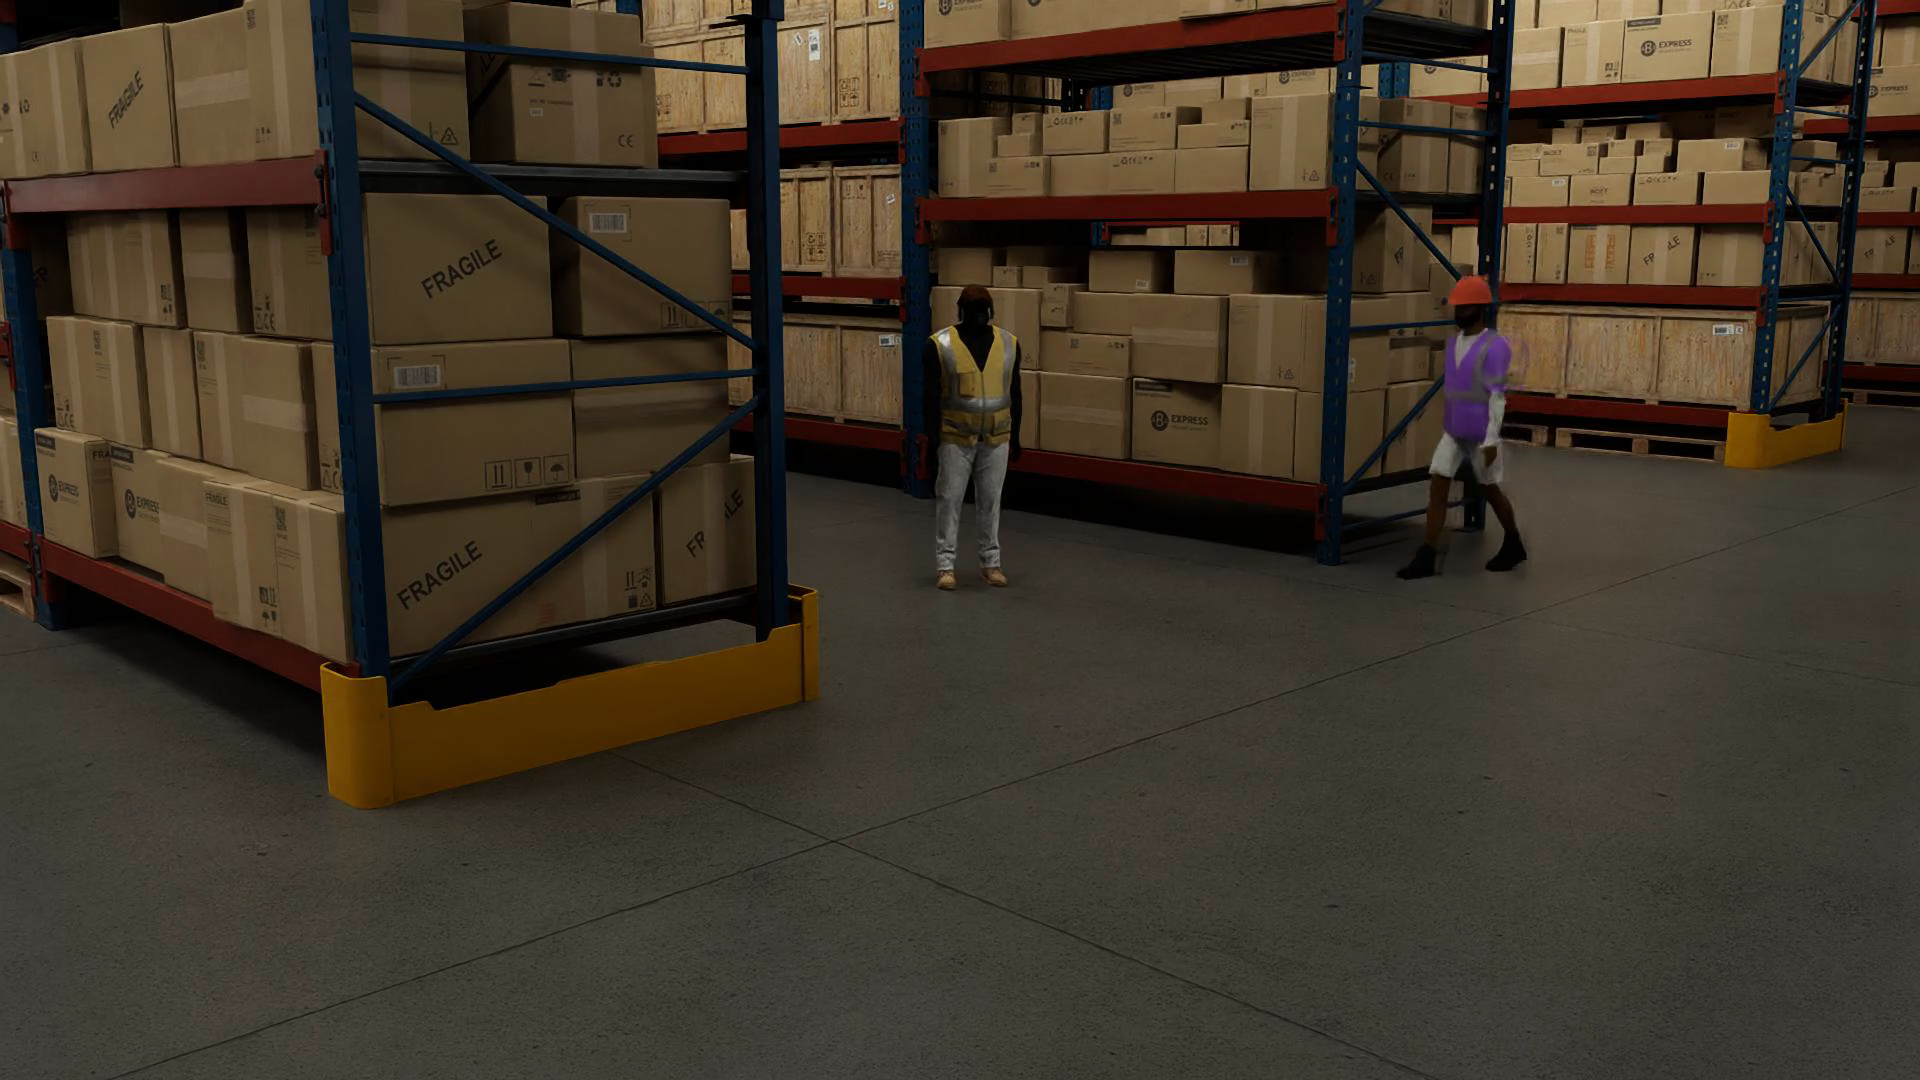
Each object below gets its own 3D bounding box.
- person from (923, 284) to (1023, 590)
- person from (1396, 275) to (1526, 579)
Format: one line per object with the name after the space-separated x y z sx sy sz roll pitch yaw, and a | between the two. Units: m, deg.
0.089 -0.619 10.063 0.624 1.844 0.430 -3 11 -15 | person
3.225 -0.701 10.401 0.969 1.898 0.561 -5 12 -26 | person
